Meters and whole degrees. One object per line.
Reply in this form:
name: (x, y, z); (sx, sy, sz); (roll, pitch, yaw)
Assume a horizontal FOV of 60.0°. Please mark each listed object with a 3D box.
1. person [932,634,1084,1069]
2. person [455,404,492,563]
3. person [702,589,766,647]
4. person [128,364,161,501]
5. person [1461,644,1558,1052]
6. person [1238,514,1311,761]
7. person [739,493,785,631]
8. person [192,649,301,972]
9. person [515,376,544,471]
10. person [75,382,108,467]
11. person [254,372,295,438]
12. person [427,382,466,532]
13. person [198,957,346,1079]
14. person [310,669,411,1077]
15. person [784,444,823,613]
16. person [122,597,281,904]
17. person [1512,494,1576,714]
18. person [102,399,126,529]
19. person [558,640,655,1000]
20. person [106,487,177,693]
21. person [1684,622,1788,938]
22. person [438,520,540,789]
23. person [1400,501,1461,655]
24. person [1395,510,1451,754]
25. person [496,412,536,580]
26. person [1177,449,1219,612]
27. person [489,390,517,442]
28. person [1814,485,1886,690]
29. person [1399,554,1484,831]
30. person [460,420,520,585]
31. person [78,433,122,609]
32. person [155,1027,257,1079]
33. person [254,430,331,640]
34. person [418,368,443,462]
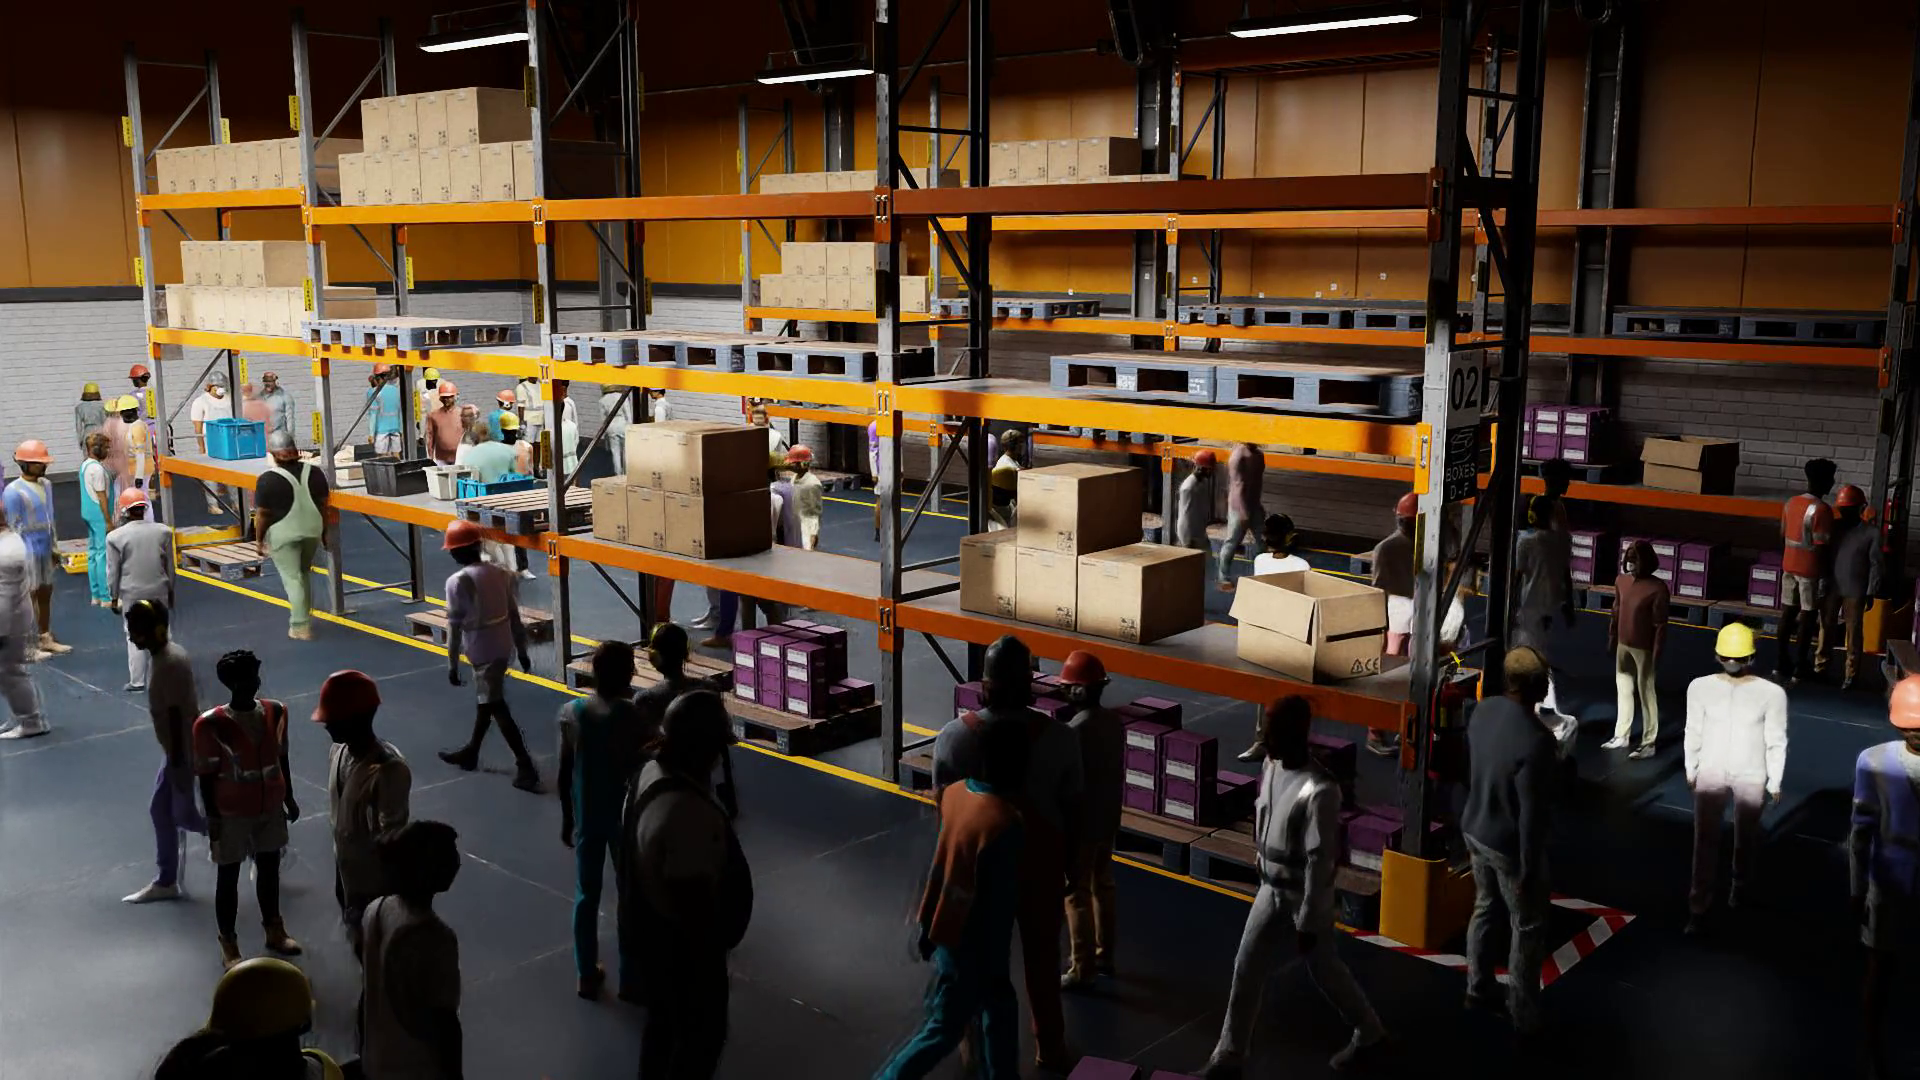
person: (0.227, 1.421, 7.655); (0.684, 2.000, 0.538); (1, 10, 4)
person: (-5.808, -0.667, 19.846); (0.409, 1.905, 0.651); (-7, 12, -35)
person: (-2.076, -0.023, 15.823); (0.831, 2.000, 0.686); (-4, 11, -22)
person: (-12.104, -1.588, 24.711); (0.419, 2.034, 0.604); (2, 10, 14)
person: (2.656, 1.440, 7.938); (0.487, 1.925, 0.626); (-3, 10, -16)
person: (2.295, 0.728, 12.058); (0.311, 1.869, 0.533); (-10, 14, -43)
person: (-1.840, 0.219, 15.023); (0.563, 1.838, 0.388); (-5, 11, -27)
person: (-3.732, 1.402, 8.734); (0.319, 1.697, 0.533); (7, 12, 36)
person: (-7.257, -2.019, 27.989); (0.490, 1.730, 0.324); (3, 10, 14)
person: (-13.035, -1.512, 25.084); (0.491, 1.743, 0.312); (-1, 10, -4)
person: (-10.361, -1.594, 25.117); (0.643, 1.900, 0.401); (2, 10, 9)
person: (-6.743, -1.097, 22.021); (0.612, 1.995, 0.376); (-1, 10, -6)
person: (-1.794, 2.043, 4.512); (0.403, 1.918, 0.580); (-4, 11, -21)
person: (-2.661, 1.515, 7.450); (0.544, 1.930, 0.388); (9, 13, 41)
person: (-1.635, -0.120, 17.186); (0.346, 1.746, 0.573); (-6, 12, -32)
person: (-4.403, 1.196, 9.547); (0.802, 1.832, 0.579); (-4, 11, -22)
person: (4.604, 0.535, 13.324); (0.539, 1.813, 0.970); (-3, 10, -15)
person: (-11.214, -0.994, 22.118); (0.335, 1.759, 0.515); (-5, 11, -25)
person: (-1.754, 1.409, 8.334); (0.560, 1.836, 0.343); (3, 10, 15)
person: (-6.962, 0.420, 14.150); (0.349, 1.745, 0.565); (9, 14, 42)
person: (4.293, 1.296, 9.244); (0.531, 1.729, 0.874); (6, 12, 30)
person: (-3.304, 0.792, 11.690); (1.020, 1.878, 0.590); (5, 11, 27)
person: (3.844, 0.465, 13.840); (0.698, 1.766, 0.908); (-1, 10, -8)
person: (3.462, 0.673, 12.332); (0.356, 1.884, 0.574); (2, 10, 9)
person: (-5.044, -0.483, 18.740); (0.595, 1.925, 0.369); (-9, 13, -41)
person: (2.439, -0.092, 17.116); (0.458, 1.713, 0.594); (6, 12, 30)
person: (-6.475, -1.274, 23.747); (0.576, 1.737, 0.354); (10, 14, 44)
person: (7.573, 0.397, 14.257); (0.330, 1.751, 0.563); (-8, 13, -39)
person: (3.151, 0.981, 10.788); (0.539, 1.813, 0.537); (1, 10, 4)
person: (-5.093, -0.360, 18.102); (0.457, 1.908, 0.683); (9, 14, 43)
person: (-8.985, -0.201, 17.396); (0.506, 1.840, 0.343); (10, 14, 44)
person: (-2.010, 2.124, 4.358); (0.688, 1.813, 0.434); (0, 10, 2)
person: (-6.525, -0.070, 16.087); (0.804, 2.000, 0.698); (8, 13, 37)
person: (-8.026, -1.668, 25.432); (0.360, 1.930, 0.587); (8, 13, 37)
